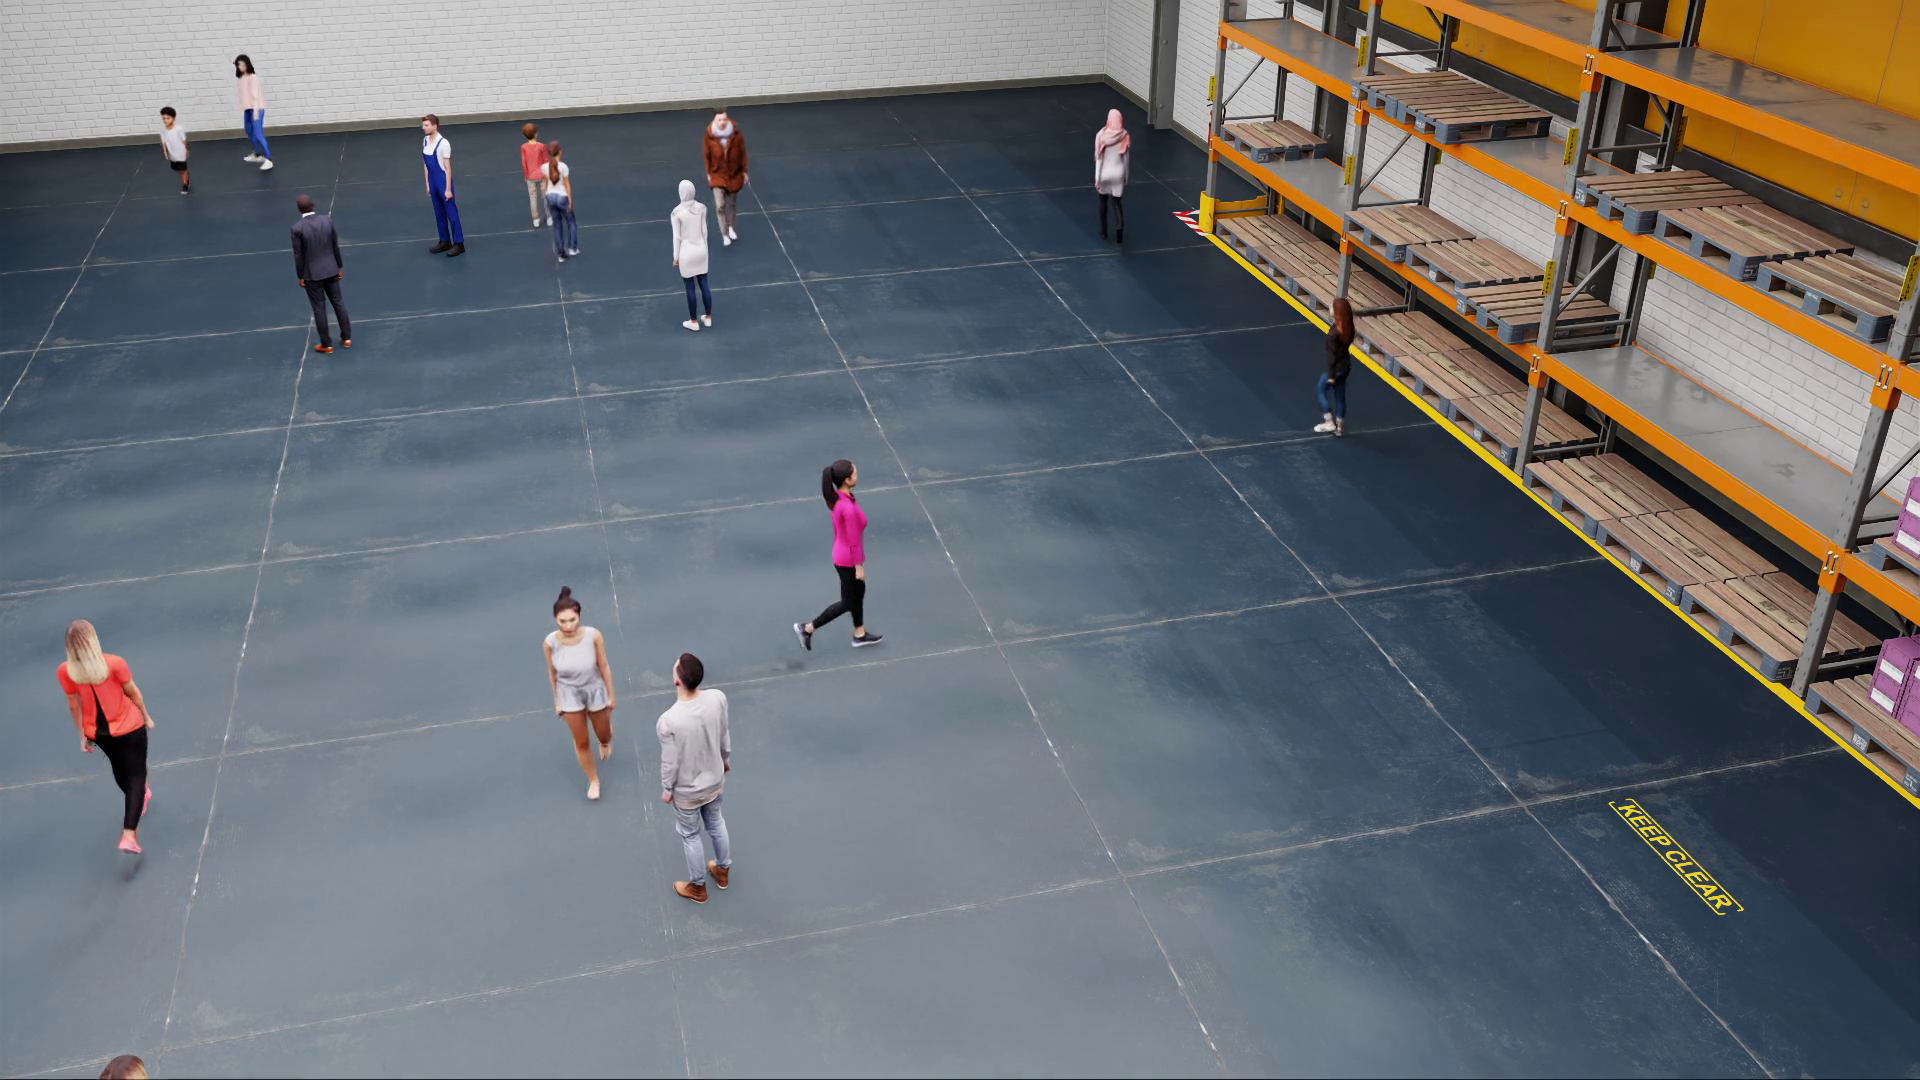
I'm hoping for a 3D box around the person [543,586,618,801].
[{"bbox_3d":[-2.633,1.024,11.617,0.633,1.617,0.770,-5,29,-10],"label":"person"}]

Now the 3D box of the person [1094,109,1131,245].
[{"bbox_3d":[2.039,-4.790,22.101,0.708,1.783,1.063,-4,29,-8],"label":"person"}]

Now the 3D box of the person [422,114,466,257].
[{"bbox_3d":[-6.808,-4.676,21.823,0.707,1.851,0.777,18,33,29],"label":"person"}]

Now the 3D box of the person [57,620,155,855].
[{"bbox_3d":[-5.625,1.319,11.027,0.716,1.664,1.145,-3,29,-5],"label":"person"}]

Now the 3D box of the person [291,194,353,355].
[{"bbox_3d":[-7.234,-3.017,18.810,0.785,1.824,0.775,-25,38,-38],"label":"person"}]

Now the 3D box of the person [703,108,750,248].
[{"bbox_3d":[-3.135,-4.857,22.209,0.740,1.798,1.037,-10,30,-17],"label":"person"}]

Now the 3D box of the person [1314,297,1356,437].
[{"bbox_3d":[3.882,-1.726,16.813,0.643,1.469,0.662,-25,37,-38],"label":"person"}]

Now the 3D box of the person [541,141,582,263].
[{"bbox_3d":[-5.238,-4.379,21.595,0.649,1.547,0.744,3,29,6],"label":"person"}]

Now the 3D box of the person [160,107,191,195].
[{"bbox_3d":[-11.474,-5.732,24.394,0.565,1.242,0.801,-3,29,-5],"label":"person"}]

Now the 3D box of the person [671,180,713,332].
[{"bbox_3d":[-3.122,-3.326,19.428,0.674,1.775,0.646,-19,34,-30],"label":"person"}]

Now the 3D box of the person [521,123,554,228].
[{"bbox_3d":[-5.836,-5.033,22.930,0.545,1.418,0.515,-3,29,-5],"label":"person"}]

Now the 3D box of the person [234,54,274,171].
[{"bbox_3d":[-10.749,-6.527,25.329,0.972,1.743,0.745,-16,33,-27],"label":"person"}]

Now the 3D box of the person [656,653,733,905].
[{"bbox_3d":[-1.665,1.494,10.521,0.763,1.841,0.770,25,37,38],"label":"person"}]

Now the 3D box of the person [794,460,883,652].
[{"bbox_3d":[-0.971,0.174,13.110,0.634,1.679,0.888,-8,30,-15],"label":"person"}]
